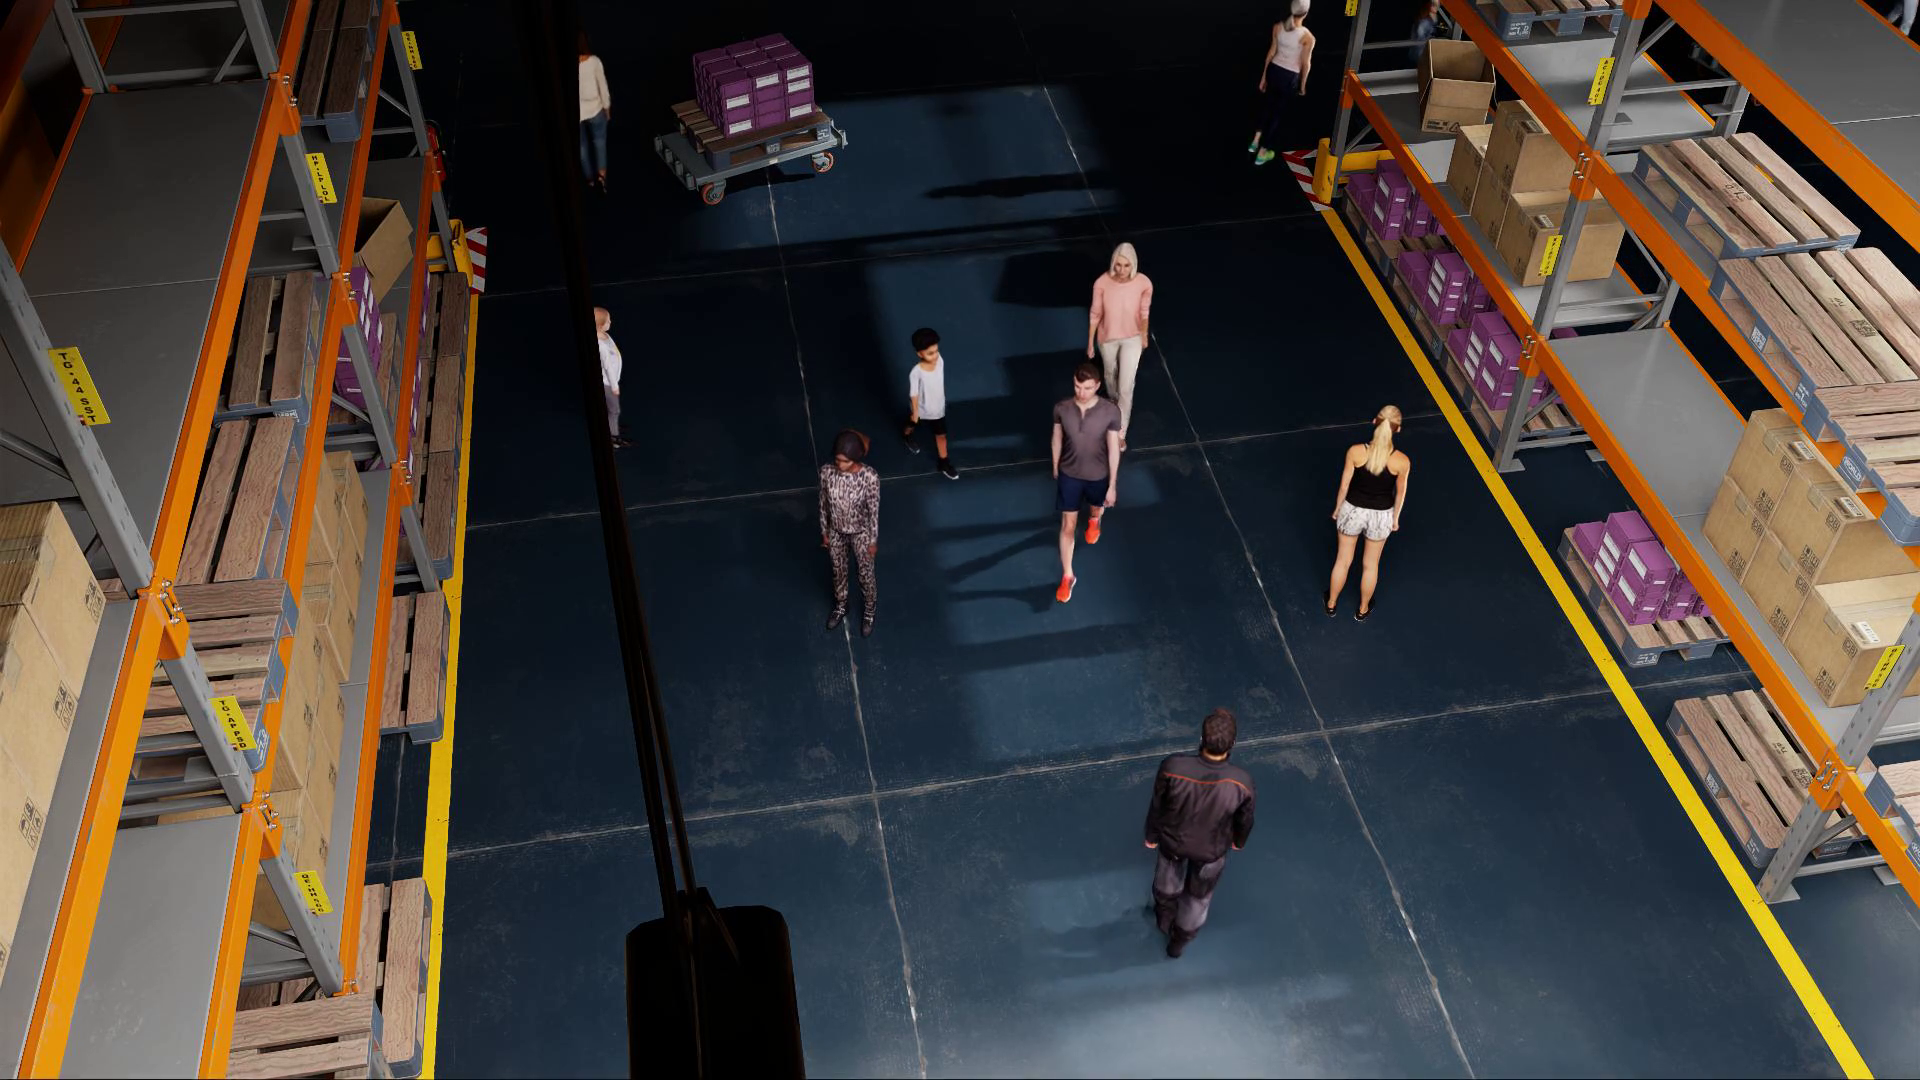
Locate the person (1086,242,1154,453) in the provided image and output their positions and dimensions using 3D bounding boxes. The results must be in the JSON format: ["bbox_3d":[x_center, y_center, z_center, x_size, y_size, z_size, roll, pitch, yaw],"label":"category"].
[{"bbox_3d":[1.234,-1.609,12.797,0.822,1.694,1.081,5,44,6],"label":"person"}]

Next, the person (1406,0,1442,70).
[{"bbox_3d":[4.411,-4.712,16.222,0.858,1.463,0.808,20,47,20],"label":"person"}]

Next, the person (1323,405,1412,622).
[{"bbox_3d":[2.738,-0.178,11.185,0.683,1.846,0.685,12,45,13],"label":"person"}]

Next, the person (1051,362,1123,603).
[{"bbox_3d":[0.901,-0.509,11.554,0.939,1.815,1.245,7,44,8],"label":"person"}]

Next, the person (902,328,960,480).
[{"bbox_3d":[-0.286,-1.088,12.576,0.736,1.244,0.951,-27,50,-25],"label":"person"}]

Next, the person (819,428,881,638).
[{"bbox_3d":[-0.727,-0.052,11.146,0.667,1.718,0.692,13,45,13],"label":"person"}]

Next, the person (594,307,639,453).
[{"bbox_3d":[-2.707,-1.237,12.709,0.576,1.277,0.477,-15,46,-15],"label":"person"}]

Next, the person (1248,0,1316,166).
[{"bbox_3d":[2.983,-4.232,15.566,0.733,1.671,0.803,30,51,28],"label":"person"}]

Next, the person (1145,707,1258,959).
[{"bbox_3d":[1.279,1.690,9.160,0.859,1.934,0.865,12,45,12],"label":"person"}]
